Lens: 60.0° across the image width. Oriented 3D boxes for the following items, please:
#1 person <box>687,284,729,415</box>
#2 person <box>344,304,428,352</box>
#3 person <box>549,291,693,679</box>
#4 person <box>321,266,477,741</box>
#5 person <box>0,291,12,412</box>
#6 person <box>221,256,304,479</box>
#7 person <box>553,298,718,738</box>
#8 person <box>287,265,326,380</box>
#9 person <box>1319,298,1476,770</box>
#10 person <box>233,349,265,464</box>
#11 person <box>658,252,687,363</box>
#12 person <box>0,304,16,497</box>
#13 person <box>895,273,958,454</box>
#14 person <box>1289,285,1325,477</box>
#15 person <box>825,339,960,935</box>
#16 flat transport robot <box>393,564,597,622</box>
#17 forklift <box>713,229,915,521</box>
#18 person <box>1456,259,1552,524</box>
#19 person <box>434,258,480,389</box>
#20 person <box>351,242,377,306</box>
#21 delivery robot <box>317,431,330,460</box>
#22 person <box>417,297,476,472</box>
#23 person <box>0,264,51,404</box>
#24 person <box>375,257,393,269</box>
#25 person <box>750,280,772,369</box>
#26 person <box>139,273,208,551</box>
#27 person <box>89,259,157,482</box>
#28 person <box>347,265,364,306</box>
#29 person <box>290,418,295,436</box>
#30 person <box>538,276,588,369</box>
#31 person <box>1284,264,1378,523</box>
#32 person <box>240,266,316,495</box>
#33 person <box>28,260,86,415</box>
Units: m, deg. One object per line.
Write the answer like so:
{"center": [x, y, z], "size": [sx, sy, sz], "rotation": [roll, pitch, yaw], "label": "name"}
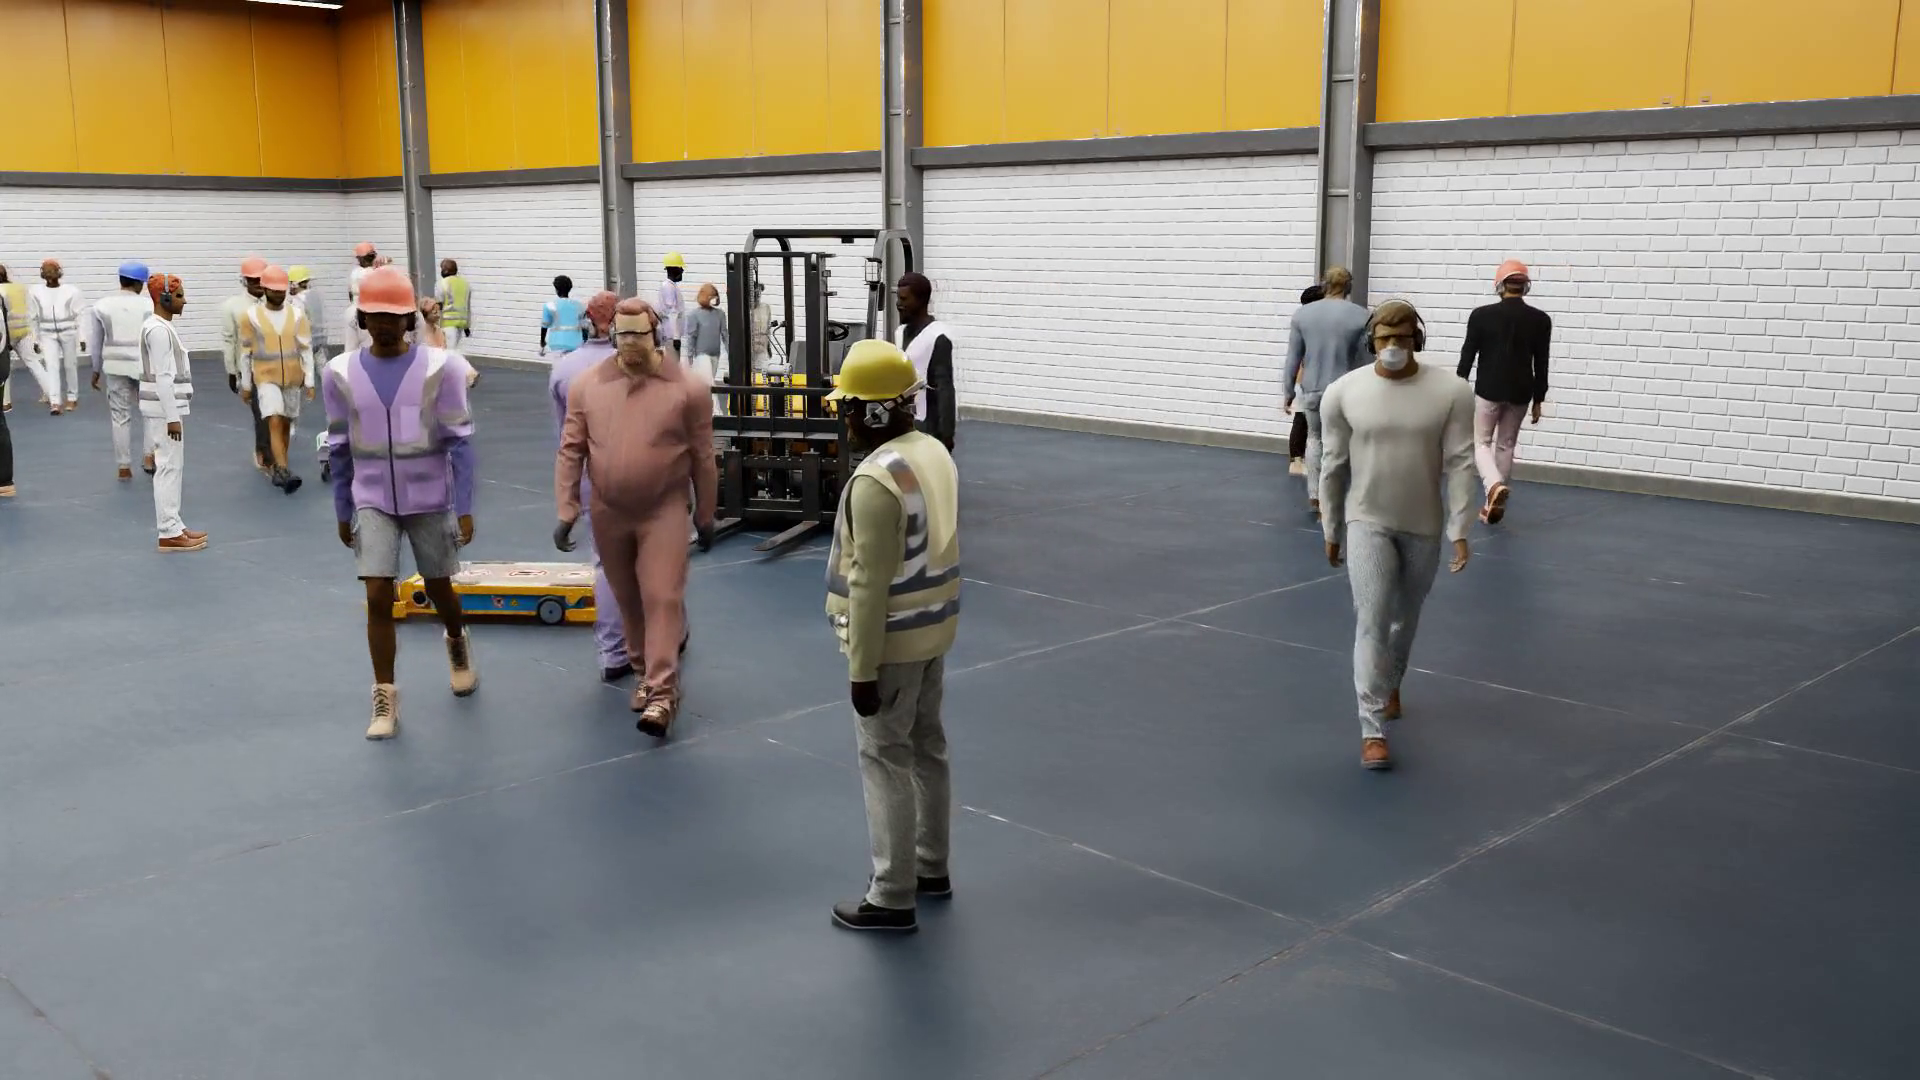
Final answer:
{"center": [-2.725, -2.015, 18.360], "size": [0.835, 1.589, 0.506], "rotation": [9, 14, 40], "label": "person"}
{"center": [-4.769, -1.336, 13.934], "size": [0.665, 1.853, 0.984], "rotation": [-2, 11, -13], "label": "person"}
{"center": [-1.609, -0.291, 8.234], "size": [0.720, 1.855, 0.884], "rotation": [1, 10, 7], "label": "person"}
{"center": [-2.435, -0.193, 7.334], "size": [0.628, 2.019, 0.872], "rotation": [-1, 10, -7], "label": "person"}
{"center": [-11.702, -2.468, 20.055], "size": [0.328, 1.876, 0.514], "rotation": [-3, 11, -18], "label": "person"}
{"center": [-6.256, -1.560, 14.908], "size": [0.624, 1.955, 0.997], "rotation": [-8, 13, -38], "label": "person"}
{"center": [-1.404, -0.094, 7.153], "size": [0.654, 1.853, 0.970], "rotation": [1, 10, 5], "label": "person"}
{"center": [-7.570, -2.291, 19.351], "size": [0.940, 1.793, 0.602], "rotation": [1, 10, 6], "label": "person"}
{"center": [1.810, -0.074, 6.985], "size": [0.622, 1.890, 1.037], "rotation": [2, 11, 9], "label": "person"}
{"center": [-6.476, -1.483, 15.461], "size": [0.524, 1.578, 0.869], "rotation": [-1, 10, -8], "label": "person"}
{"center": [-3.448, -2.496, 20.064], "size": [0.363, 1.928, 0.587], "rotation": [-3, 11, -14], "label": "person"}
{"center": [-8.029, -1.356, 13.537], "size": [0.535, 2.000, 0.684], "rotation": [-7, 13, -34], "label": "person"}
{"center": [-0.319, -0.734, 10.552], "size": [0.692, 1.896, 0.598], "rotation": [-4, 11, -23], "label": "person"}
{"center": [3.097, -1.413, 14.809], "size": [0.320, 1.694, 0.531], "rotation": [4, 11, 21], "label": "person"}
{"center": [-0.212, 0.300, 5.117], "size": [0.403, 1.825, 0.597], "rotation": [4, 11, 21], "label": "person"}
{"center": [-2.529, 0.283, 9.430], "size": [1.431, 0.197, 0.652], "rotation": [1, 10, 5], "label": "flat transport robot"}
{"center": [-1.050, -1.319, 12.920], "size": [1.214, 2.155, 2.313], "rotation": [2, 11, 13], "label": "forklift"}
{"center": [3.960, -1.048, 12.093], "size": [0.665, 1.955, 0.754], "rotation": [1, 10, 6], "label": "person"}
{"center": [-6.986, -2.979, 23.005], "size": [0.817, 1.814, 0.631], "rotation": [4, 11, 23], "label": "person"}
{"center": [-7.918, -2.983, 22.464], "size": [0.538, 2.035, 0.638], "rotation": [6, 12, 31], "label": "person"}
{"center": [-5.421, -0.875, 14.693], "size": [0.477, 0.478, 0.707], "rotation": [0, 11, -5], "label": "delivery robot"}
{"center": [-4.821, -1.401, 15.044], "size": [0.864, 1.591, 0.546], "rotation": [2, 11, 9], "label": "person"}
{"center": [-11.929, -2.587, 20.965], "size": [0.978, 1.796, 0.644], "rotation": [1, 10, 8], "label": "person"}
{"center": [-7.524, -2.749, 21.669], "size": [0.636, 1.853, 1.048], "rotation": [7, 13, 34], "label": "person"}
{"center": [-2.367, -2.184, 19.191], "size": [0.361, 1.620, 0.558], "rotation": [10, 14, 42], "label": "person"}
{"center": [-5.384, -0.865, 11.315], "size": [0.349, 1.879, 0.579], "rotation": [-4, 11, -23], "label": "person"}
{"center": [-7.239, -1.477, 14.504], "size": [0.681, 1.919, 0.553], "rotation": [-3, 11, -18], "label": "person"}
{"center": [-9.410, -3.660, 26.312], "size": [0.607, 1.963, 0.373], "rotation": [7, 13, 34], "label": "person"}
{"center": [-7.001, -1.783, 16.999], "size": [0.526, 1.619, 0.530], "rotation": [-4, 11, -22], "label": "person"}
{"center": [-4.632, -2.246, 19.401], "size": [0.549, 1.655, 0.816], "rotation": [-6, 12, -31], "label": "person"}
{"center": [2.812, -1.107, 12.520], "size": [0.660, 1.912, 0.744], "rotation": [6, 12, 28], "label": "person"}
{"center": [-5.662, -1.333, 13.872], "size": [0.547, 1.871, 1.003], "rotation": [-8, 13, -37], "label": "person"}
{"center": [-10.825, -2.430, 19.978], "size": [0.596, 1.829, 0.974], "rotation": [-4, 11, -20], "label": "person"}
